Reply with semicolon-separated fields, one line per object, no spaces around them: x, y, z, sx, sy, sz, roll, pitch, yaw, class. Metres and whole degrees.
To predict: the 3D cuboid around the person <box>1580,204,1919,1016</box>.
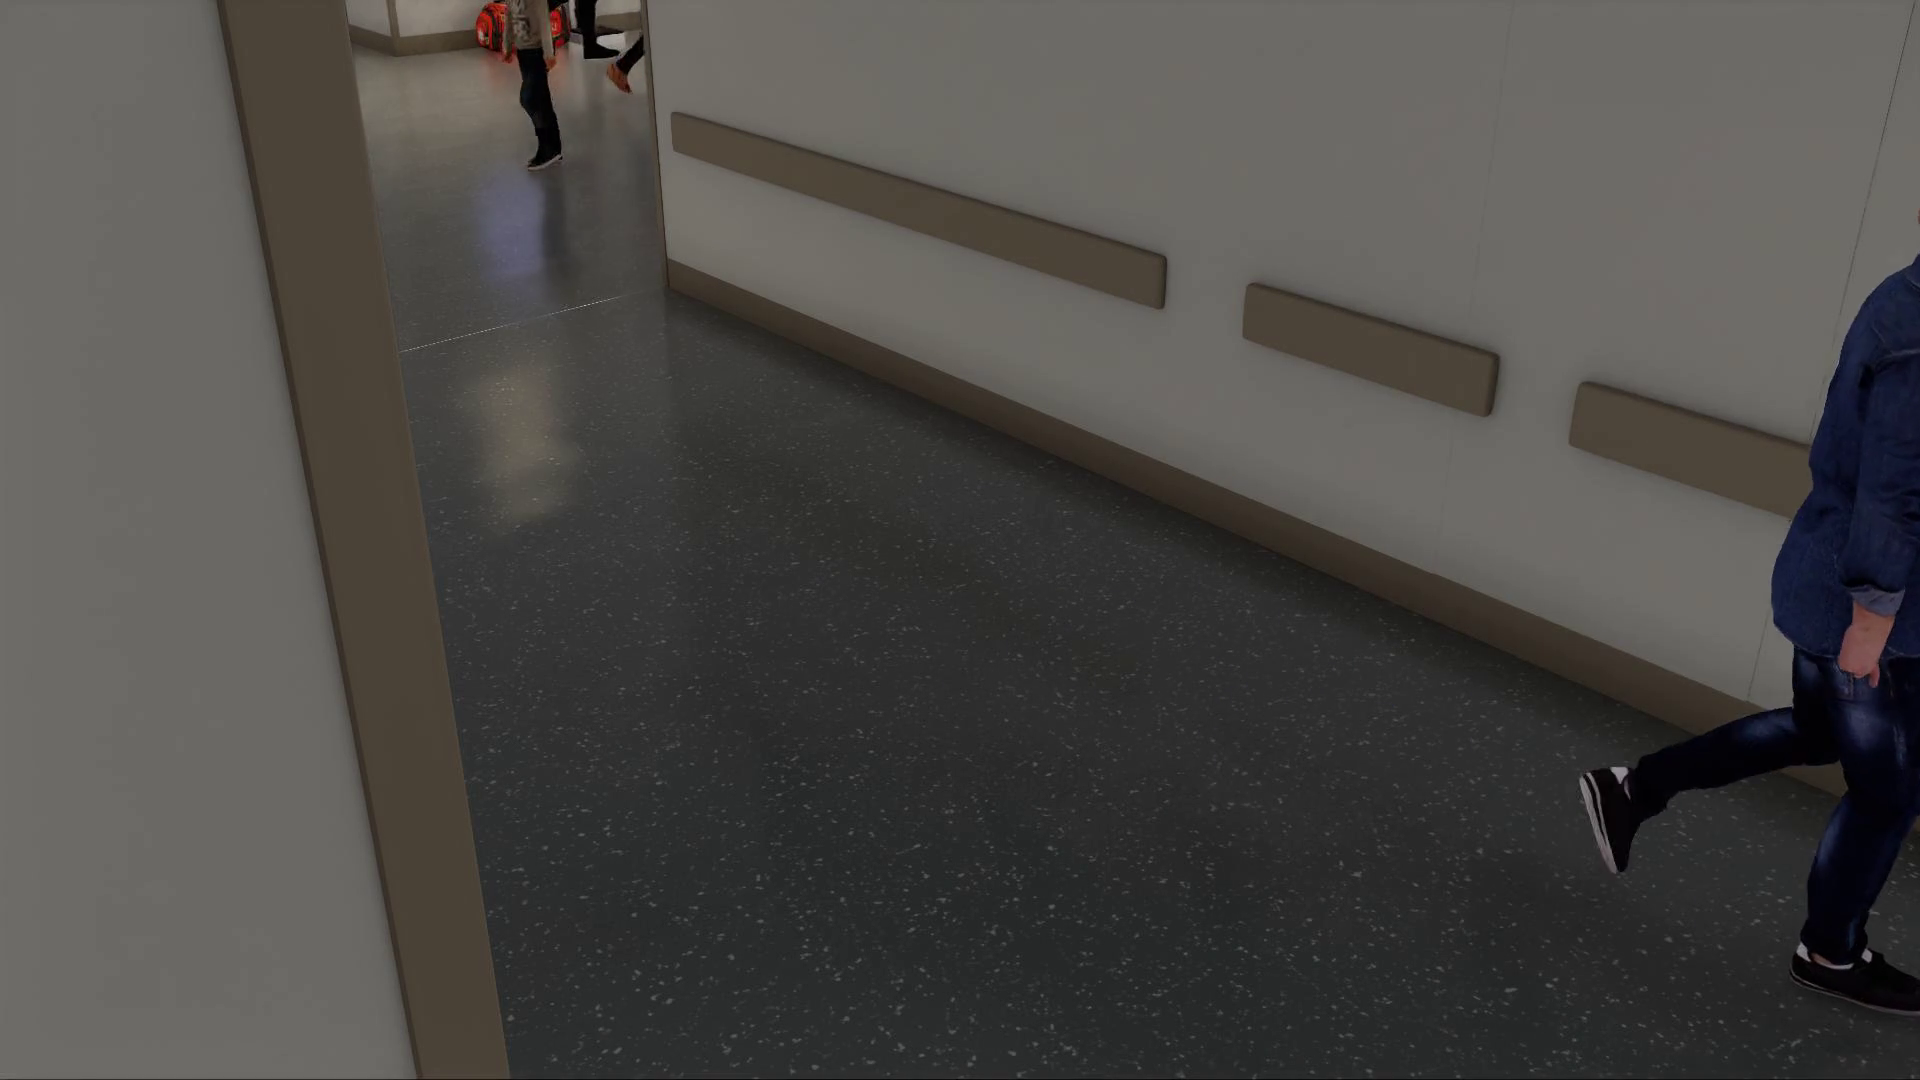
1.767;0.129;3.381;1.076;1.800;1.090;9;27;18;person

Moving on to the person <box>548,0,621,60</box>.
-3.322;-4.943;13.855;1.197;1.838;0.971;-8;27;-16;person

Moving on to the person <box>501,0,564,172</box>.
-2.594;-3.062;10.397;0.535;1.454;0.577;-22;33;-38;person
